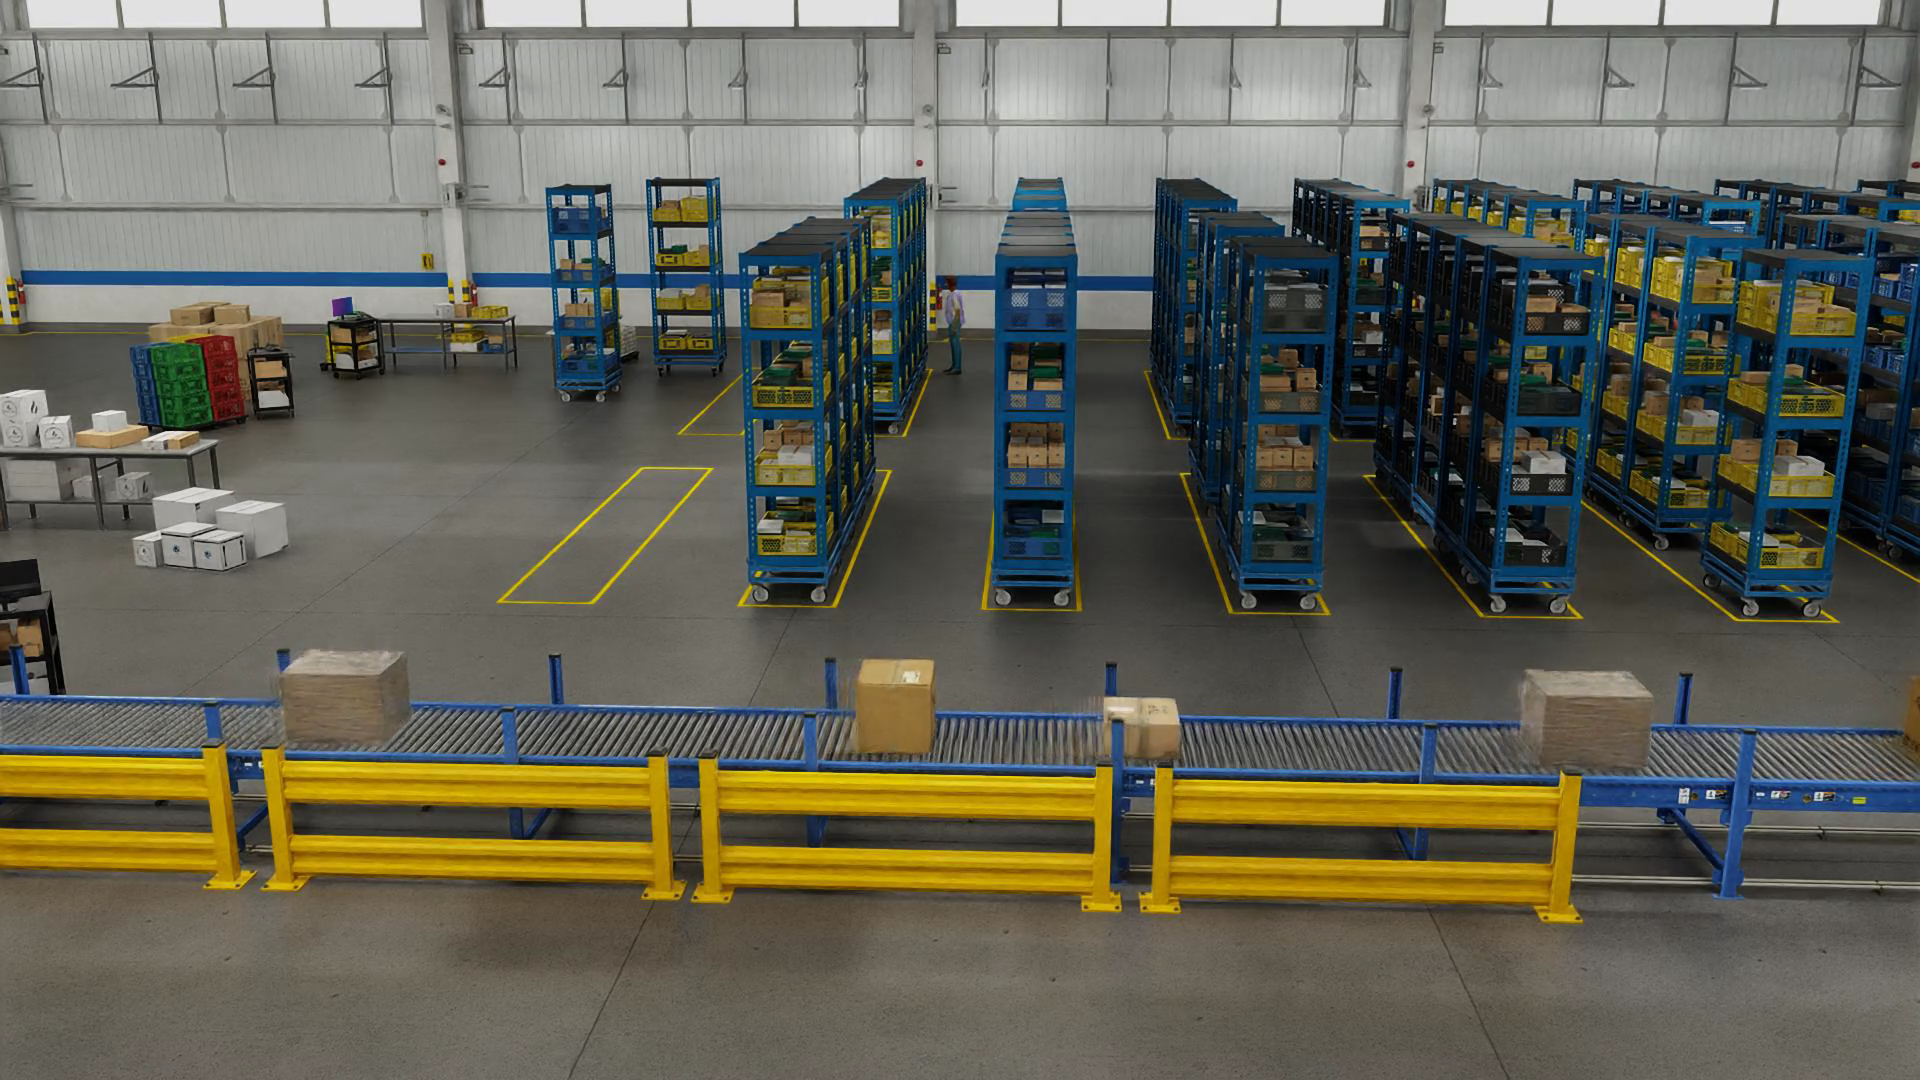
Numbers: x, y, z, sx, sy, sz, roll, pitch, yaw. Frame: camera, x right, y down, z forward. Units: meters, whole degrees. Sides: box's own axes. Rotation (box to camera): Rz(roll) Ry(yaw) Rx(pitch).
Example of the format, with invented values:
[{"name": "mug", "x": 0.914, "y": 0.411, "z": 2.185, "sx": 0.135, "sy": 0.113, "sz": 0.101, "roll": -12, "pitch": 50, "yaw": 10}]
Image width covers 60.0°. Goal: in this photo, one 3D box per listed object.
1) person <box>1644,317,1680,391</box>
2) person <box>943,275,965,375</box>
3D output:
[{"name": "person", "x": 10.302, "y": -2.341, "z": 24.605, "sx": 0.653, "sy": 1.923, "sz": 1.049, "roll": -3, "pitch": 15, "yaw": -13}, {"name": "person", "x": -0.102, "y": -3.989, "z": 30.866, "sx": 0.388, "sy": 1.837, "sz": 0.564, "roll": -2, "pitch": 15, "yaw": -7}]
